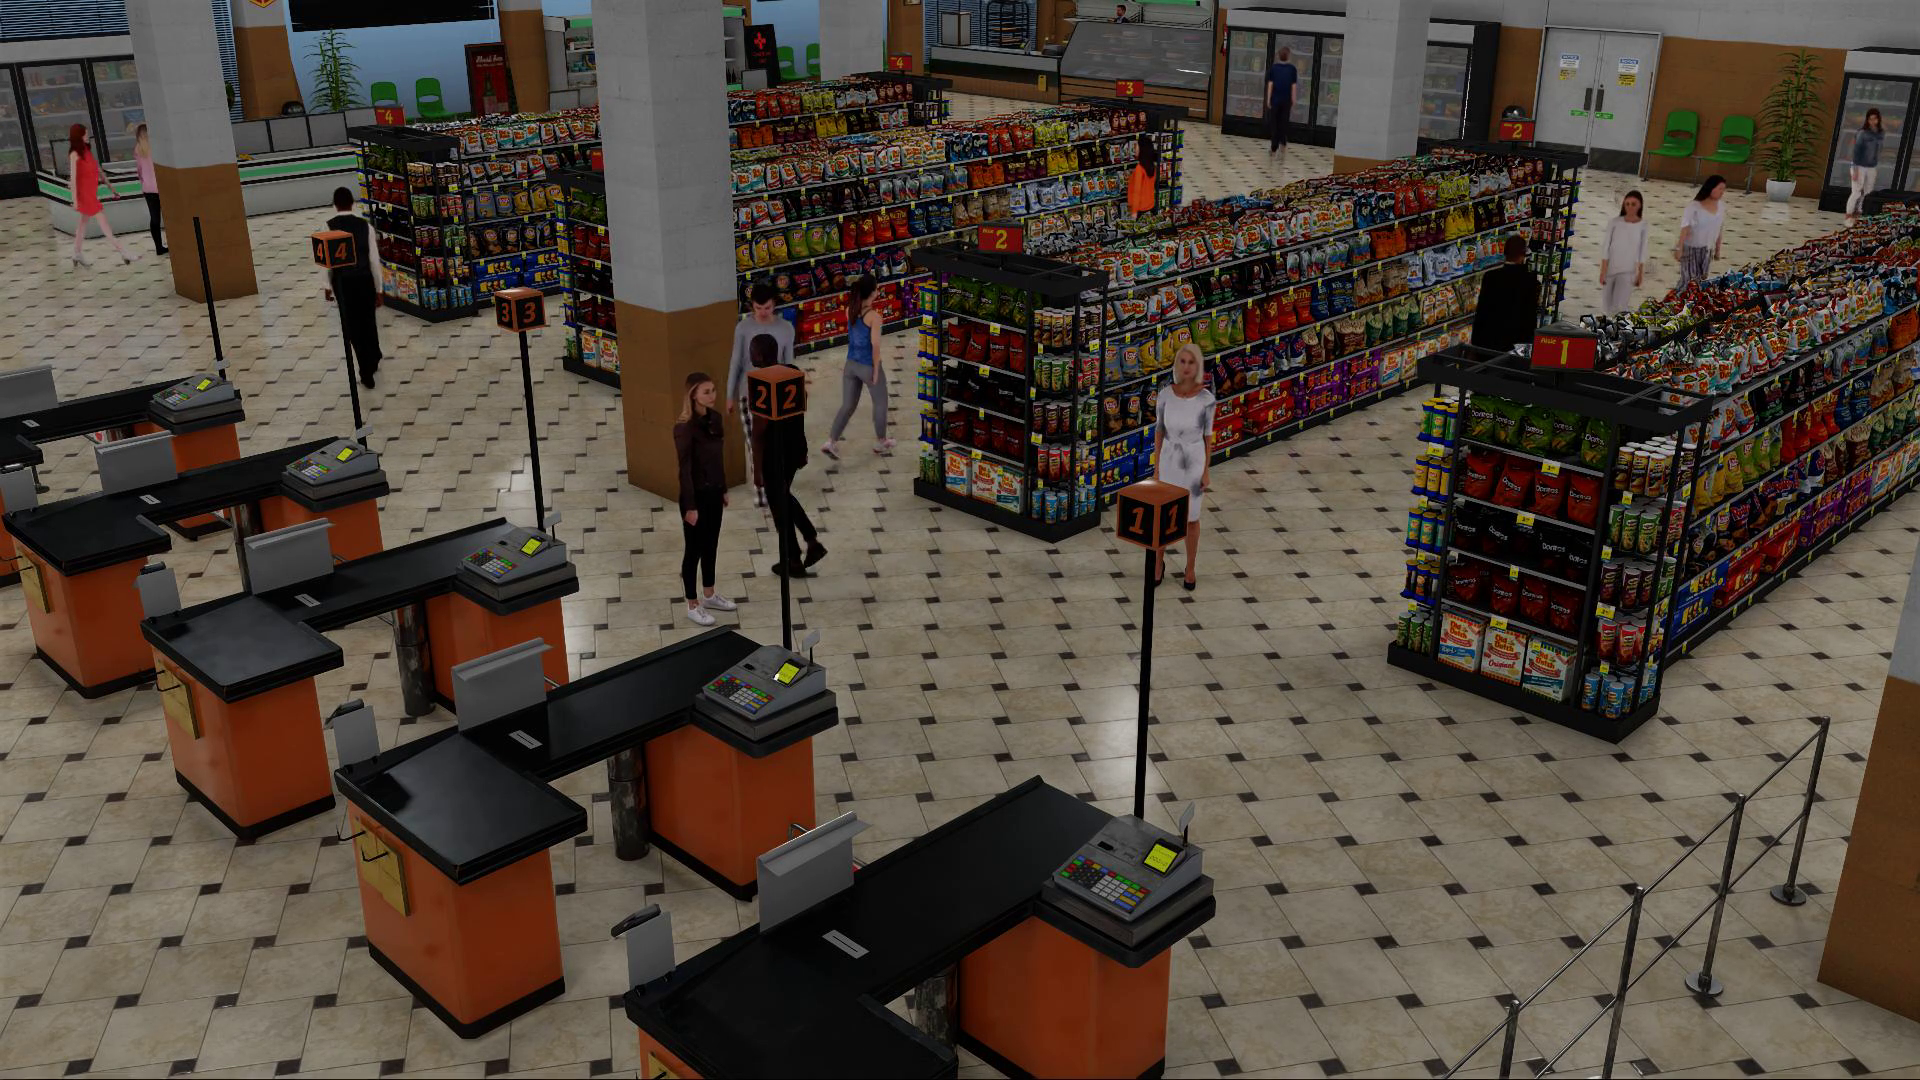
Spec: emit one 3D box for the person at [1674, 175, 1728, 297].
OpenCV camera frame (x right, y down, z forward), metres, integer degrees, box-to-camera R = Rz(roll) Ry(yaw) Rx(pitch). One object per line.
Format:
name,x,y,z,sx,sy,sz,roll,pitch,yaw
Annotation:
person,8.067,-3.200,18.328,0.789,1.656,0.894,-6,23,-15

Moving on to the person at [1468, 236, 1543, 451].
person,4.552,-1.603,14.054,0.850,1.880,1.162,14,26,31

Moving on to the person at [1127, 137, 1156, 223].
person,2.229,-4.023,20.255,0.749,1.747,0.610,10,24,23

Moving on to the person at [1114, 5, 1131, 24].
person,3.713,-11.423,38.510,0.628,1.868,0.562,20,30,41

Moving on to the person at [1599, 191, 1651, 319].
person,6.876,-2.796,17.328,0.793,1.653,1.154,12,25,27

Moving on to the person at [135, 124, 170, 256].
person,-10.481,-4.566,21.688,0.681,1.687,0.689,7,23,16

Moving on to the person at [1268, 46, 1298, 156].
person,5.647,-7.684,29.242,1.086,1.840,1.217,3,22,8

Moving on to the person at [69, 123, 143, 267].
person,-11.026,-4.272,20.830,1.187,1.781,1.046,-3,22,-8

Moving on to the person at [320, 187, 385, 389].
person,-5.828,-2.396,16.026,1.115,1.882,0.963,-12,25,-27

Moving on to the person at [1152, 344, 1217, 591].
person,1.527,-0.506,11.496,0.640,1.752,0.665,4,22,11

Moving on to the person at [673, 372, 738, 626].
person,-1.715,-0.295,11.036,0.715,1.703,0.544,11,25,26

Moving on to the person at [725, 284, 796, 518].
person,-1.552,-1.128,13.014,1.243,1.774,1.133,-5,22,-13

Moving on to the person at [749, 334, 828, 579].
person,-1.162,-0.533,11.505,0.861,1.796,0.774,15,26,32

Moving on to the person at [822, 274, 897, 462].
person,-0.872,-1.409,13.978,0.676,1.577,1.087,15,26,32

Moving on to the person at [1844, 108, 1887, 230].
person,12.633,-5.188,23.260,0.785,1.668,0.896,-10,24,-23
